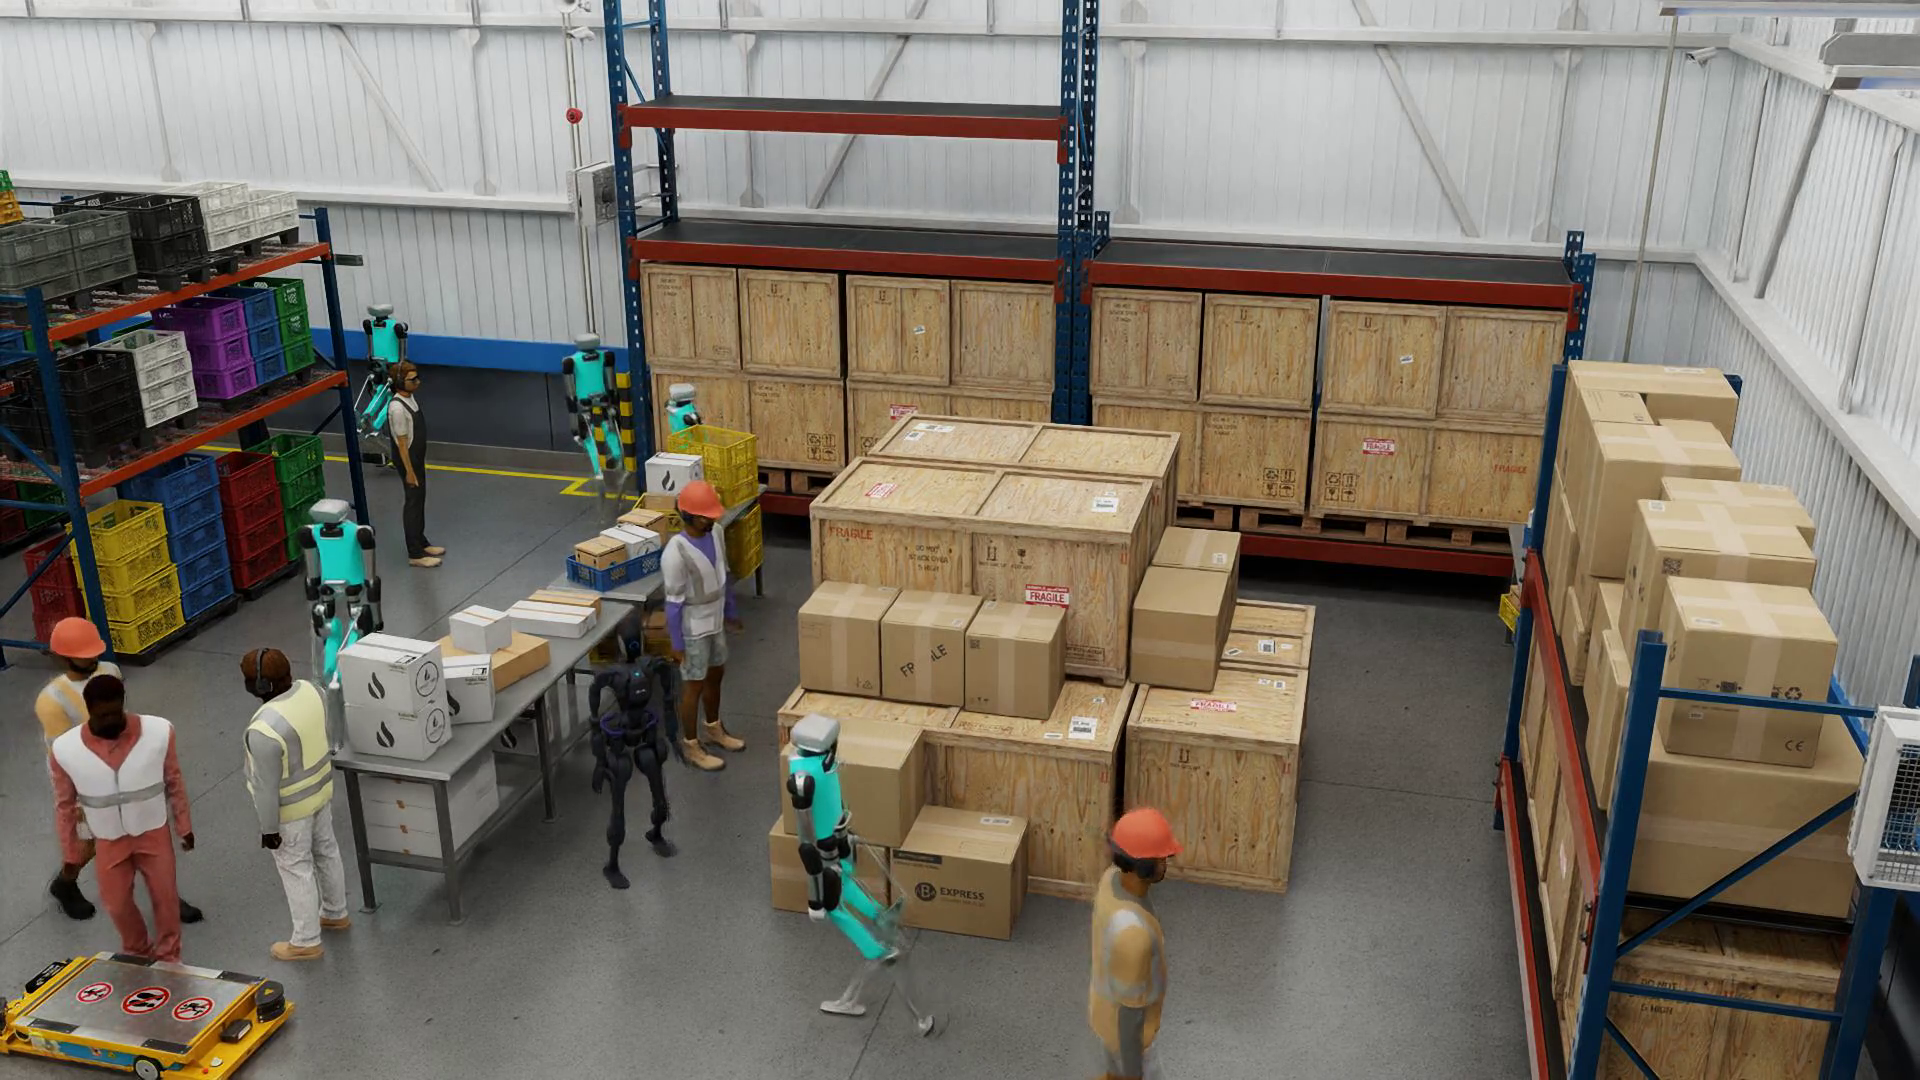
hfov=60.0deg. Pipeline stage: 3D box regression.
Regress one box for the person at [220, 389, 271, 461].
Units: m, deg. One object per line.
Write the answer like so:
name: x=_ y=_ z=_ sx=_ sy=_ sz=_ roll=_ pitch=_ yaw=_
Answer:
person: x=-7.267 y=-1.535 z=16.820 sx=0.319 sy=1.870 sz=0.527 roll=11 pitch=23 yaw=26

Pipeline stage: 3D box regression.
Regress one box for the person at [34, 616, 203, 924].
person: x=-4.844 y=1.298 z=9.355 sx=0.780 sy=1.918 sz=0.550 roll=8 pitch=22 yaw=19

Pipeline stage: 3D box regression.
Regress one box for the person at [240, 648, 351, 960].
person: x=-3.659 y=1.433 z=9.110 sx=0.429 sy=1.837 sz=0.622 roll=3 pitch=21 yaw=8

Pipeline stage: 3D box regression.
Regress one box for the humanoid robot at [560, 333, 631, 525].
humanoid robot: x=-3.334 y=-1.008 z=15.699 sx=0.533 sy=1.808 sz=0.805 roll=-15 pitch=26 yaw=-35

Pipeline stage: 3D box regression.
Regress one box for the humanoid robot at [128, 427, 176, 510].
humanoid robot: x=-7.262 y=-0.747 z=15.034 sx=0.588 sy=1.647 sz=0.560 roll=8 pitch=22 yaw=21

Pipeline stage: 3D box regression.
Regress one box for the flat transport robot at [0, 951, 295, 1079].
flat transport robot: x=-4.270 y=2.464 z=8.601 sx=1.431 sy=0.231 sz=0.659 roll=5 pitch=22 yaw=13

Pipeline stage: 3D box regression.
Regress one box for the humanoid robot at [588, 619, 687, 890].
humanoid robot: x=-1.953 y=1.218 z=9.902 sx=0.588 sy=1.642 sz=0.409 roll=-16 pitch=26 yaw=-35

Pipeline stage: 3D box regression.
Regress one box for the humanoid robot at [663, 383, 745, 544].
humanoid robot: x=-2.138 y=-0.493 z=14.393 sx=0.766 sy=1.847 sz=0.564 roll=-14 pitch=25 yaw=-32

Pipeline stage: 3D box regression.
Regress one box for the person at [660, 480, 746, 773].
person: x=-1.698 y=0.562 z=11.107 sx=0.389 sy=2.036 sz=0.612 roll=9 pitch=23 yaw=22

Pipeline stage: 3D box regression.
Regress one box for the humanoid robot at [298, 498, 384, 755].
humanoid robot: x=-4.281 y=0.668 z=11.289 sx=0.530 sy=1.774 sz=0.994 roll=2 pitch=21 yaw=5

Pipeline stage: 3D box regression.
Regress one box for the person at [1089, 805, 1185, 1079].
person: x=0.713 y=2.079 z=7.189 sx=0.758 sy=2.018 sz=0.657 roll=0 pitch=21 yaw=-1

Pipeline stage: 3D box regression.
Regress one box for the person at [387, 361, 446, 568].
person: x=-4.790 y=-0.667 z=14.582 sx=0.334 sy=1.844 sz=0.511 roll=-3 pitch=21 yaw=-8

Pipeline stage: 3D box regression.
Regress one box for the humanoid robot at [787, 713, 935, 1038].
humanoid robot: x=-0.429 y=1.768 z=8.470 sx=0.854 sy=1.848 sz=0.547 roll=4 pitch=21 yaw=10

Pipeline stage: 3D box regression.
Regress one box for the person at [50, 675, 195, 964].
person: x=-4.373 y=1.546 z=8.736 sx=0.620 sy=1.898 sz=0.424 roll=-10 pitch=23 yaw=-25

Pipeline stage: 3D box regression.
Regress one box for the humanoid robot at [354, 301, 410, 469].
humanoid robot: x=-5.901 y=-1.522 z=16.783 sx=0.533 sy=1.677 sz=0.735 roll=10 pitch=23 yaw=24

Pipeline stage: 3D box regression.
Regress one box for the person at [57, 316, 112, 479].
person: x=-8.799 y=-1.419 z=16.705 sx=0.478 sy=1.733 sz=0.333 roll=-4 pitch=21 yaw=-11
